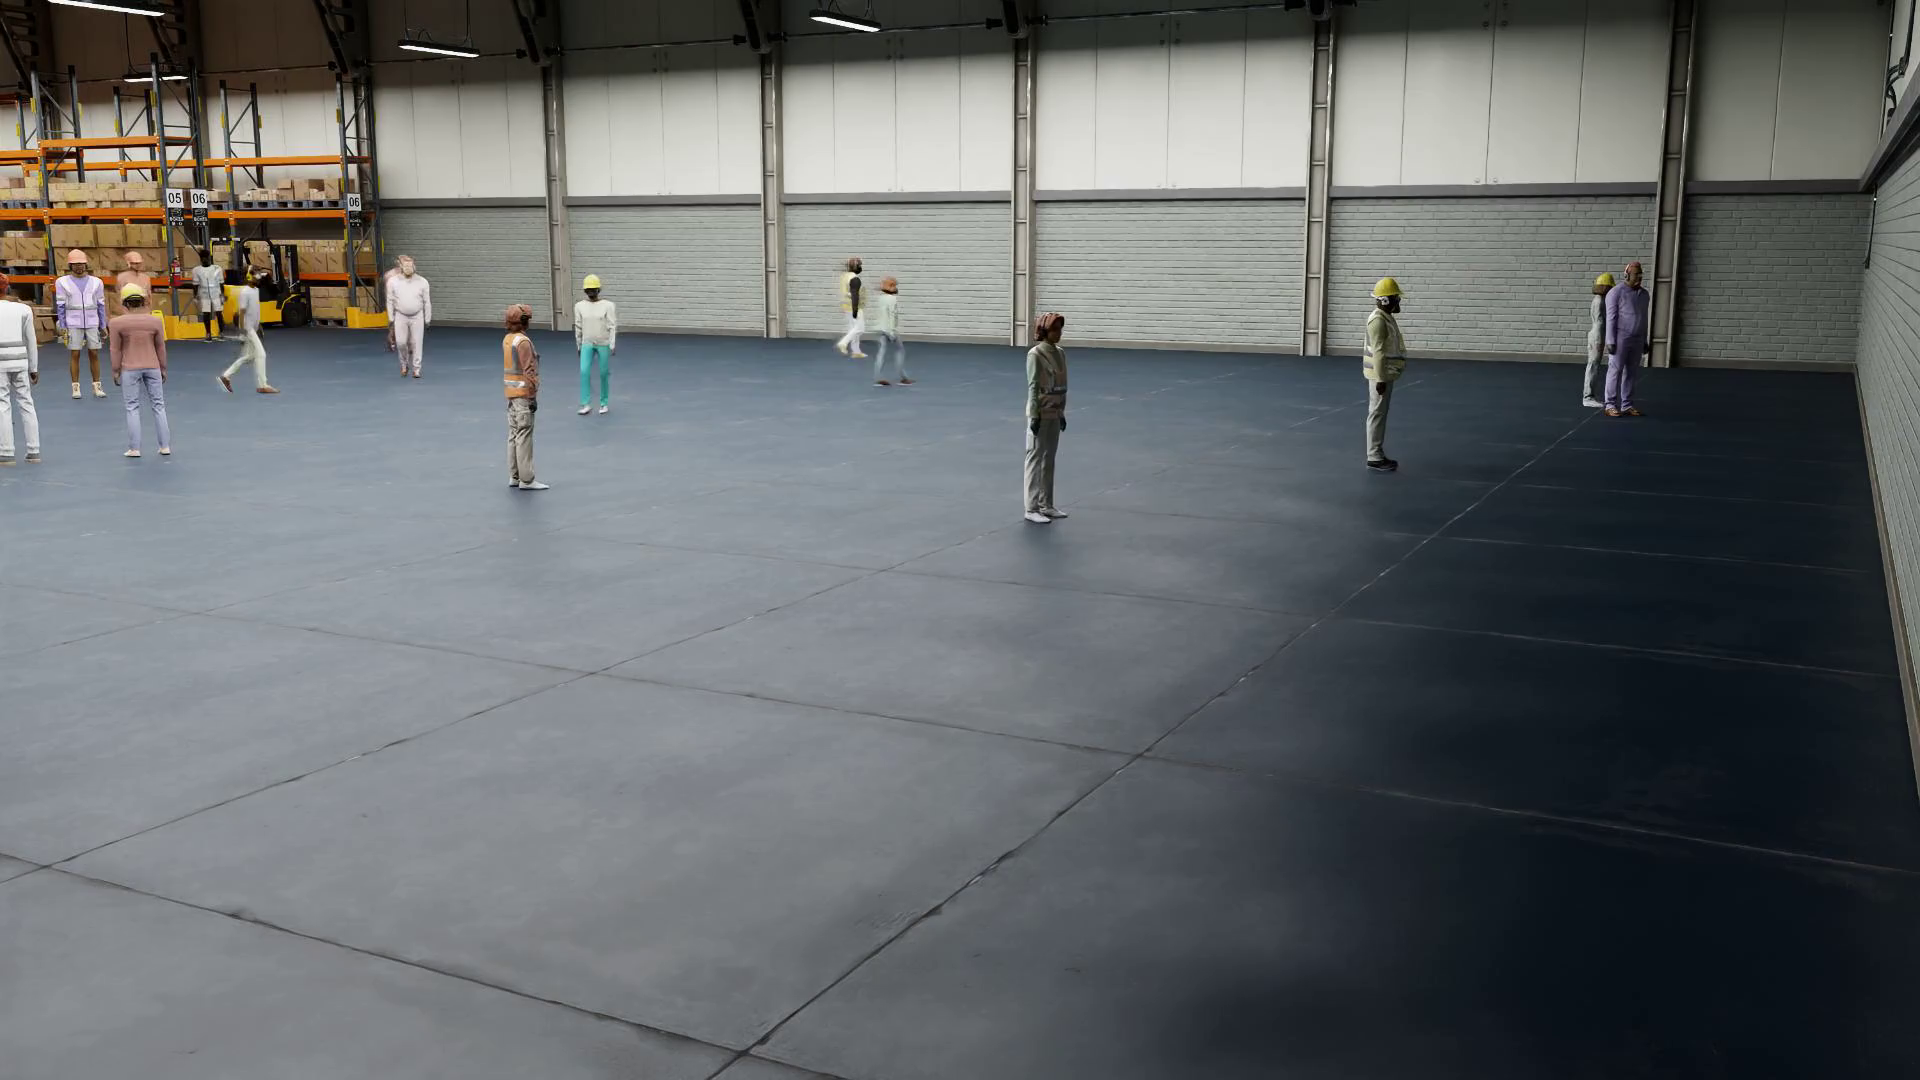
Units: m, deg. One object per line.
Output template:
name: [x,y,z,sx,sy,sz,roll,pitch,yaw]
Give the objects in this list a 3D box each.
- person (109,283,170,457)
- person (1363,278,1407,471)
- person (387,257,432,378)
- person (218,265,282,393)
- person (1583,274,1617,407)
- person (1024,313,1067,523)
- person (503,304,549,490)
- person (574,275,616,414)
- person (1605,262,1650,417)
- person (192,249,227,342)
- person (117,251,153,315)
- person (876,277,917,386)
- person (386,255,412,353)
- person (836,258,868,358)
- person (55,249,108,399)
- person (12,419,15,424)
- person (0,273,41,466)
person: [-8.346,-1.721,16.913,0.522,1.759,0.350,-9,14,-40]
person: [4.074,-1.588,15.959,0.404,1.837,0.590,4,11,19]
person: [-8.658,-3.493,26.176,0.669,1.894,0.431,-3,11,-18]
person: [-10.143,-2.986,23.608,0.832,1.839,0.506,-1,10,-7]
person: [8.415,-2.623,21.865,0.325,1.740,0.492,4,11,20]
person: [0.680,-0.963,13.088,0.315,1.640,0.514,6,12,30]
person: [-3.872,-1.261,14.707,0.306,1.641,0.523,-7,12,-33]
person: [-4.570,-2.423,20.794,0.527,1.740,0.770,0,10,-2]
person: [8.285,-2.473,20.599,0.639,1.908,0.409,-5,11,-23]
person: [-15.748,-5.109,34.860,0.643,1.944,0.495,-3,11,-13]
person: [-13.803,-3.835,27.829,0.589,1.977,0.619,6,12,29]
person: [-0.955,-3.106,24.827,0.706,1.604,0.533,-5,11,-25]
person: [-10.595,-4.480,31.599,0.643,1.879,0.769,-10,14,-42]
person: [-1.970,-4.225,30.379,0.528,1.830,0.631,-3,11,-18]
person: [-12.082,-2.968,22.922,0.605,2.045,0.377,-8,13,-37]
person: [-11.481,-2.303,19.580,0.355,1.938,0.637,5,12,26]
person: [-9.318,-1.668,16.266,0.337,1.882,0.584,7,13,35]
